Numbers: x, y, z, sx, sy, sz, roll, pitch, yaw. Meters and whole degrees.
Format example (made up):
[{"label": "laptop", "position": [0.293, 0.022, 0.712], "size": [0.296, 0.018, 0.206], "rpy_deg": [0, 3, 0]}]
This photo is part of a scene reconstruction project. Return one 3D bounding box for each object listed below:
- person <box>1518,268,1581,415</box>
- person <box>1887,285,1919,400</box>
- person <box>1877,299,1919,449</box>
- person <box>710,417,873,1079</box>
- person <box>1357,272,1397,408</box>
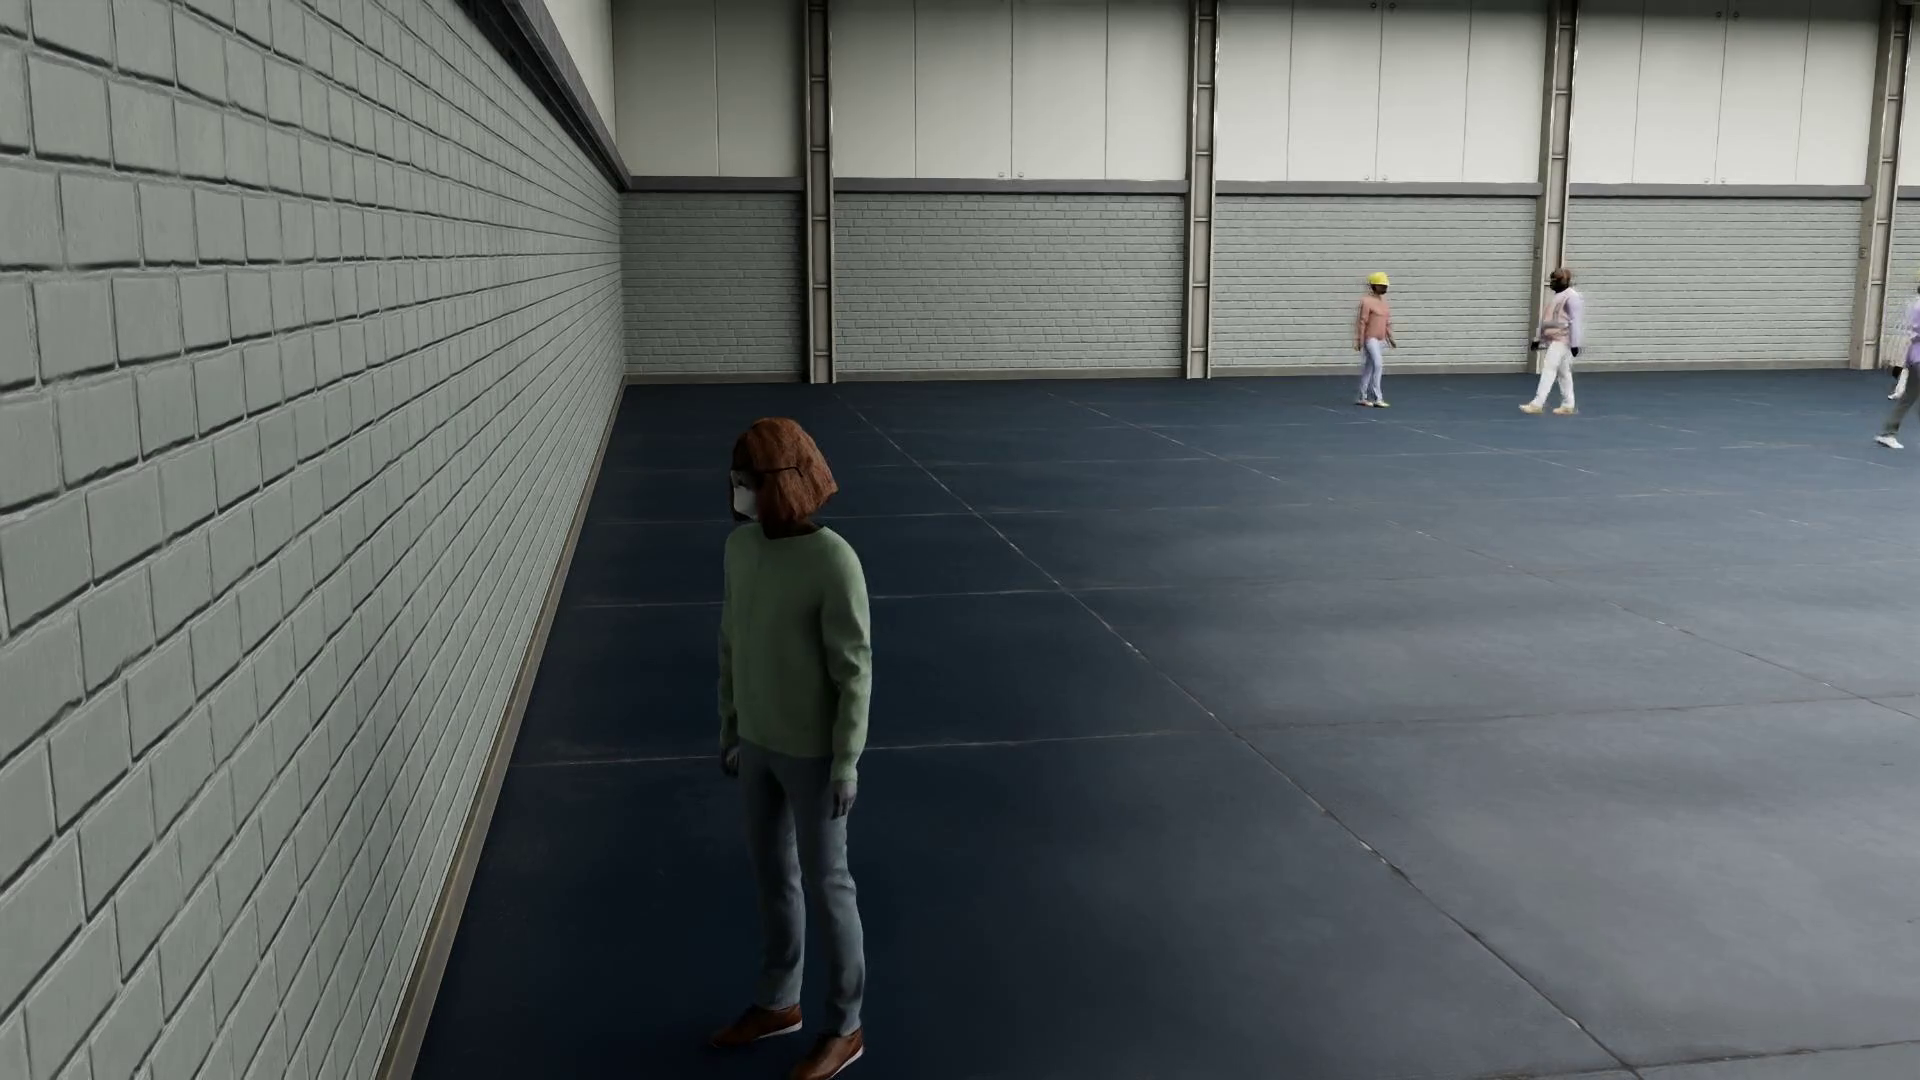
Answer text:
[{"label": "person", "position": [7.294, -2.448, 20.615], "size": [0.888, 1.805, 0.635], "rpy_deg": [0, 10, -1]}, {"label": "person", "position": [13.085, -2.680, 22.551], "size": [0.856, 1.592, 0.532], "rpy_deg": [-3, 10, -14]}, {"label": "person", "position": [9.773, -1.817, 16.796], "size": [0.617, 1.870, 0.990], "rpy_deg": [-6, 12, -31]}, {"label": "person", "position": [-0.420, 0.512, 4.070], "size": [0.265, 1.632, 0.507], "rpy_deg": [-10, 14, -44]}, {"label": "person", "position": [5.457, -2.587, 21.586], "size": [0.532, 1.740, 0.724], "rpy_deg": [-9, 14, -43]}]
